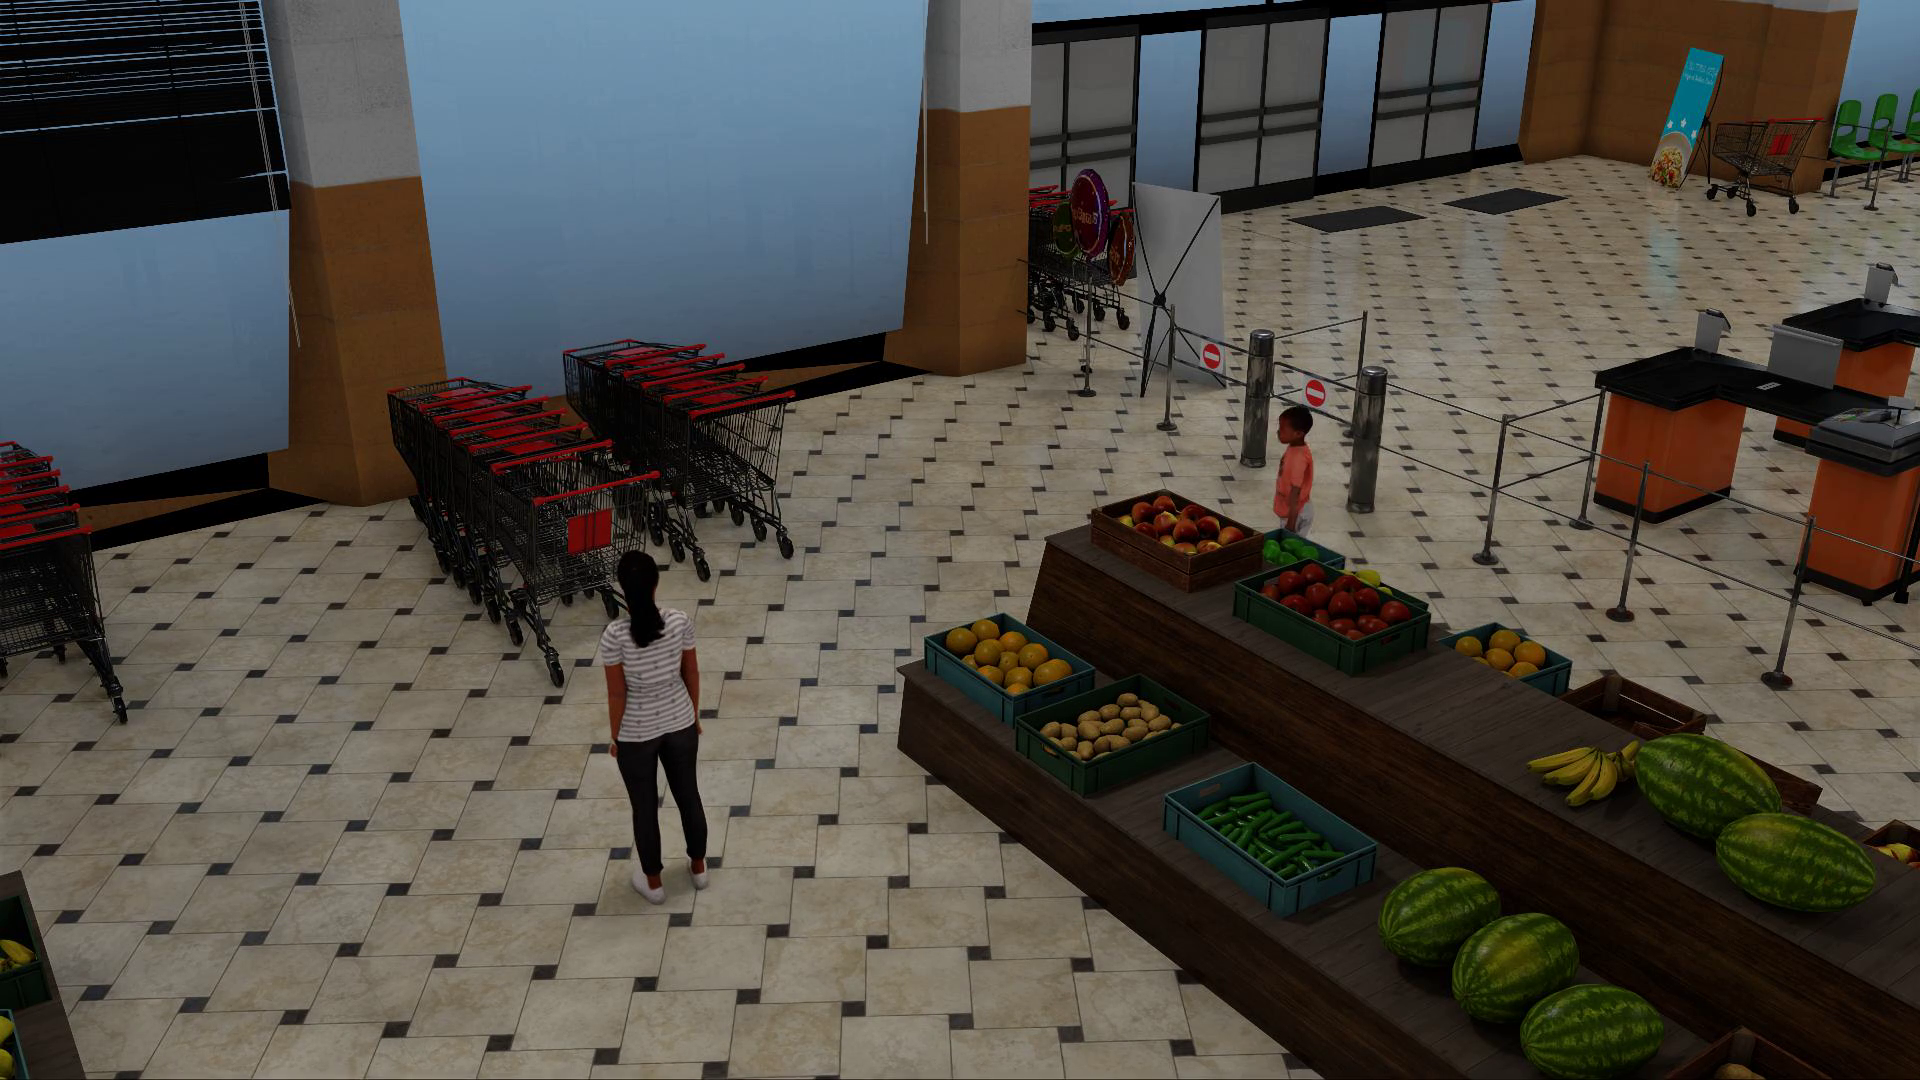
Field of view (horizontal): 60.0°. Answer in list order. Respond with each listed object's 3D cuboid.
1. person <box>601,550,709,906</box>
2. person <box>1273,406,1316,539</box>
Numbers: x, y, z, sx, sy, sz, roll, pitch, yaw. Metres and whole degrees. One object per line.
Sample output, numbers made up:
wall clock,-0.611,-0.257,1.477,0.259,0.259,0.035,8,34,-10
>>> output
person,-1.316,0.809,7.195,0.584,1.642,0.532,-13,27,-27
person,2.043,-0.164,9.843,0.780,1.302,0.726,3,24,6
